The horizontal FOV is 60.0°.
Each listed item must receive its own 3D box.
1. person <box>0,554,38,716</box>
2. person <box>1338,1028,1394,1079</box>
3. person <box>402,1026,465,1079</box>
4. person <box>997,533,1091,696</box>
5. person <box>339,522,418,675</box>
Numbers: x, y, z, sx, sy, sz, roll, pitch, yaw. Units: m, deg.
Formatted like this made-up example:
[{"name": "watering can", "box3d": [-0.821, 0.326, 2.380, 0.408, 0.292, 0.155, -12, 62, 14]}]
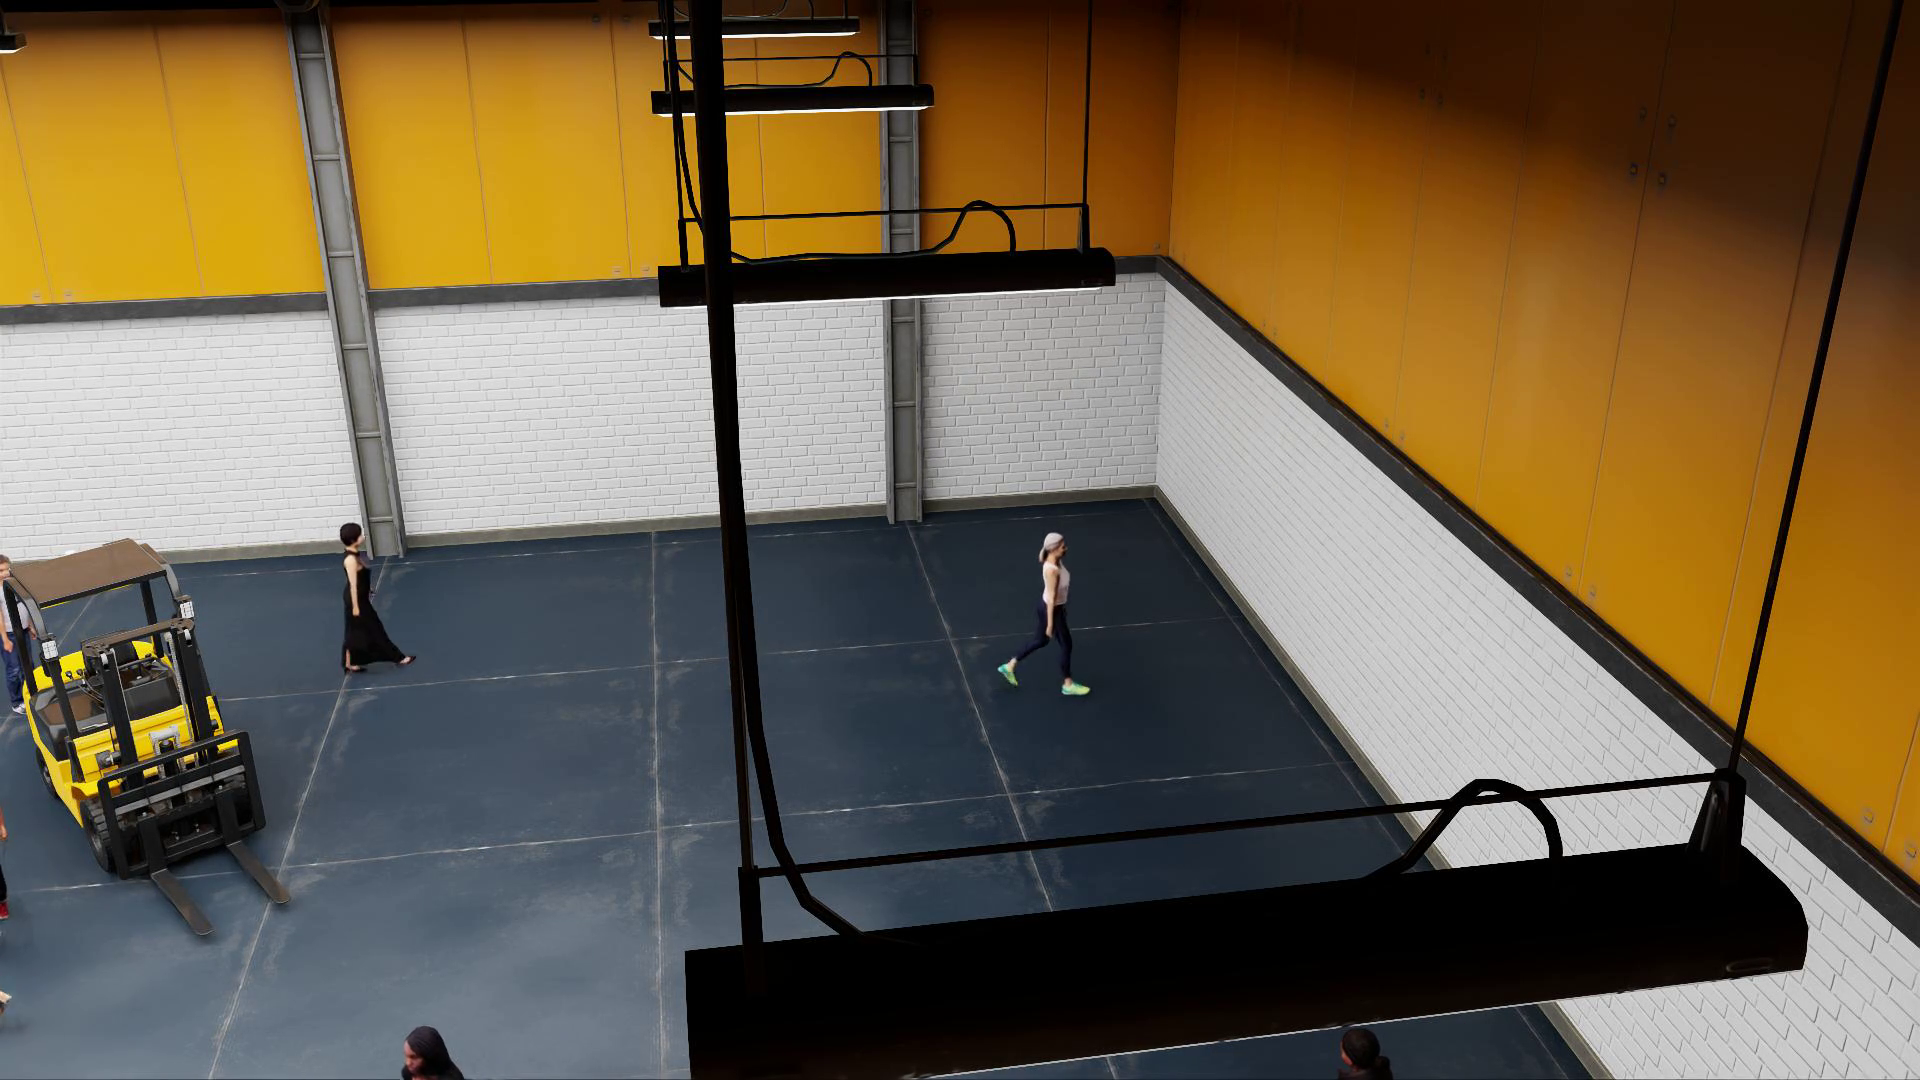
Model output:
[{"name": "person", "box3d": [-8.865, 0.851, 15.567, 0.638, 1.563, 0.620, 5, 24, 12]}, {"name": "person", "box3d": [2.242, 3.476, 9.443, 0.765, 1.659, 0.705, 12, 26, 25]}, {"name": "person", "box3d": [-2.842, 3.439, 9.524, 1.202, 1.662, 1.151, 11, 26, 24]}, {"name": "person", "box3d": [0.779, 0.705, 15.761, 1.159, 1.676, 0.755, 0, 24, 1]}, {"name": "person", "box3d": [-5.923, 0.604, 16.123, 0.993, 1.571, 0.734, -9, 25, -21]}]
